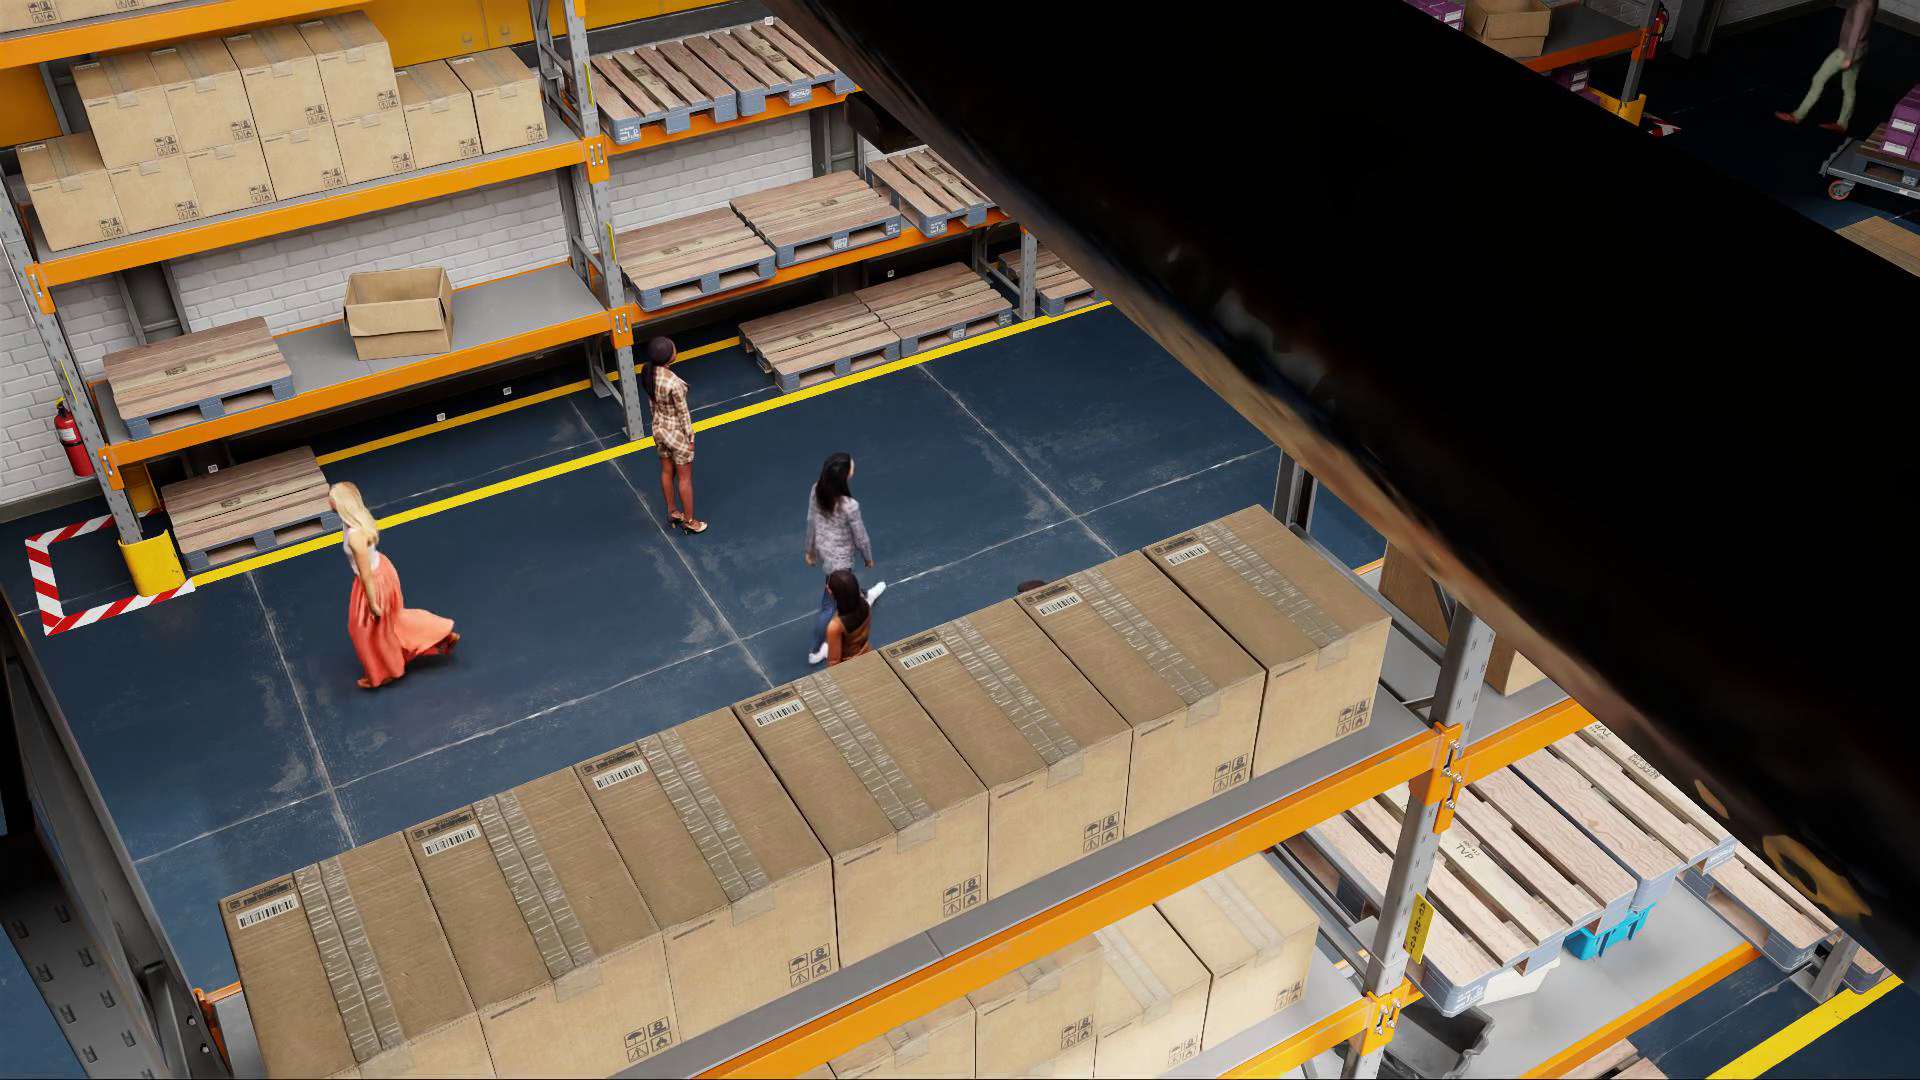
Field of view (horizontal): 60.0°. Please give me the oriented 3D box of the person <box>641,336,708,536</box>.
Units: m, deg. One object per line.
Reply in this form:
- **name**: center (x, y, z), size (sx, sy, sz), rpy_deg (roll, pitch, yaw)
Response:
- **person**: center (-2.230, -0.800, 12.905), size (0.648, 1.795, 0.646), rpy_deg (29, 47, 31)

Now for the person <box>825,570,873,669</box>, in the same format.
- **person**: center (-0.708, 0.865, 10.910), size (0.701, 1.683, 0.602), rpy_deg (18, 42, 22)

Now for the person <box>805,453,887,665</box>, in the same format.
- **person**: center (-0.940, 0.172, 11.773), size (0.831, 1.690, 1.191), rpy_deg (30, 47, 32)

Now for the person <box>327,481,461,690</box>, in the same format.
- **person**: center (-3.955, 0.302, 11.538), size (1.071, 1.780, 0.807), rpy_deg (-8, 39, -10)

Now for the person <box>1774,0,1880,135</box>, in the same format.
- **person**: center (10.070, -5.436, 18.670), size (0.987, 1.847, 1.064), rpy_deg (28, 46, 30)
